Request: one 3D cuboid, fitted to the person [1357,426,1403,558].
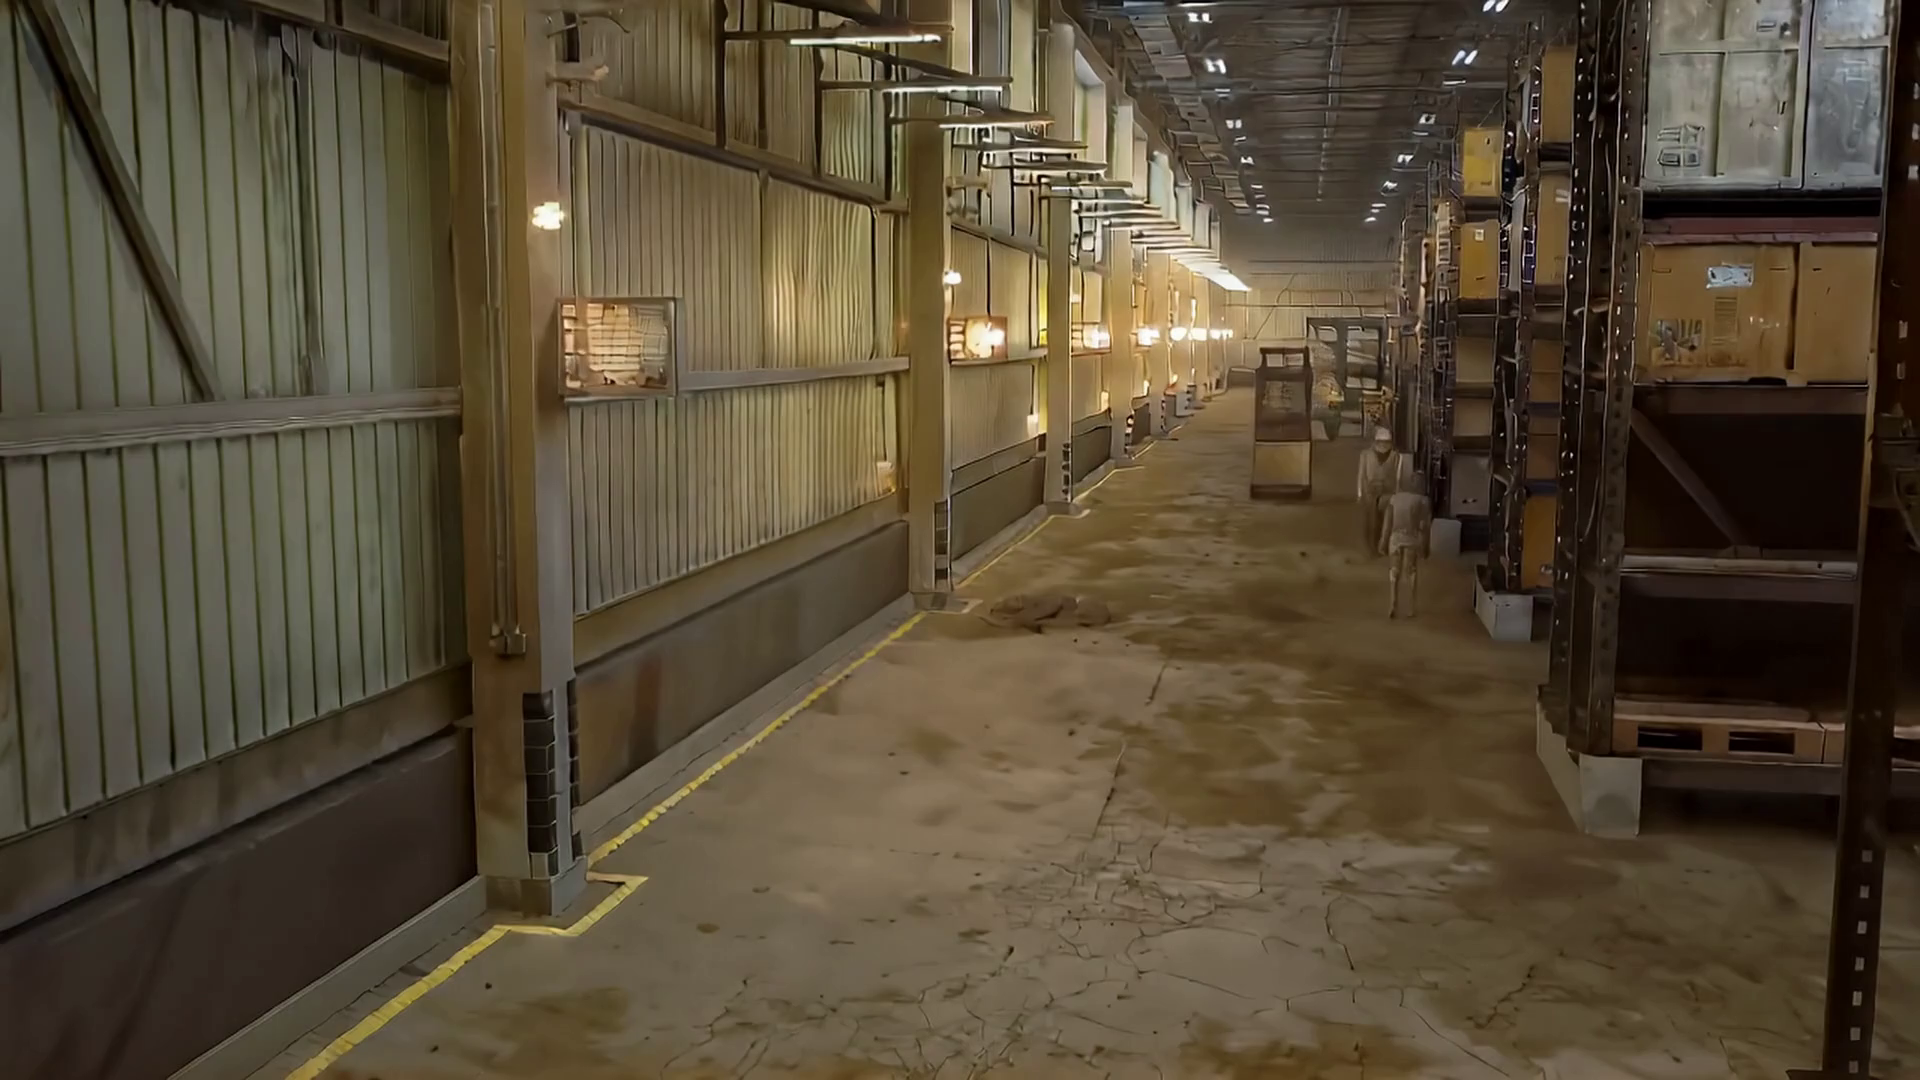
[{"bbox_3d":[5.767,-0.657,22.835,0.627,1.819,0.453,2,7,15],"label":"person"}]

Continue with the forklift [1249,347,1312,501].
[{"bbox_3d":[5.999,-2.192,30.940,1.129,2.768,1.873,1,7,12],"label":"forklift"}]

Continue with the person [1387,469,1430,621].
[{"bbox_3d":[4.818,0.053,17.900,0.313,1.636,0.517,-6,9,-38],"label":"person"}]
